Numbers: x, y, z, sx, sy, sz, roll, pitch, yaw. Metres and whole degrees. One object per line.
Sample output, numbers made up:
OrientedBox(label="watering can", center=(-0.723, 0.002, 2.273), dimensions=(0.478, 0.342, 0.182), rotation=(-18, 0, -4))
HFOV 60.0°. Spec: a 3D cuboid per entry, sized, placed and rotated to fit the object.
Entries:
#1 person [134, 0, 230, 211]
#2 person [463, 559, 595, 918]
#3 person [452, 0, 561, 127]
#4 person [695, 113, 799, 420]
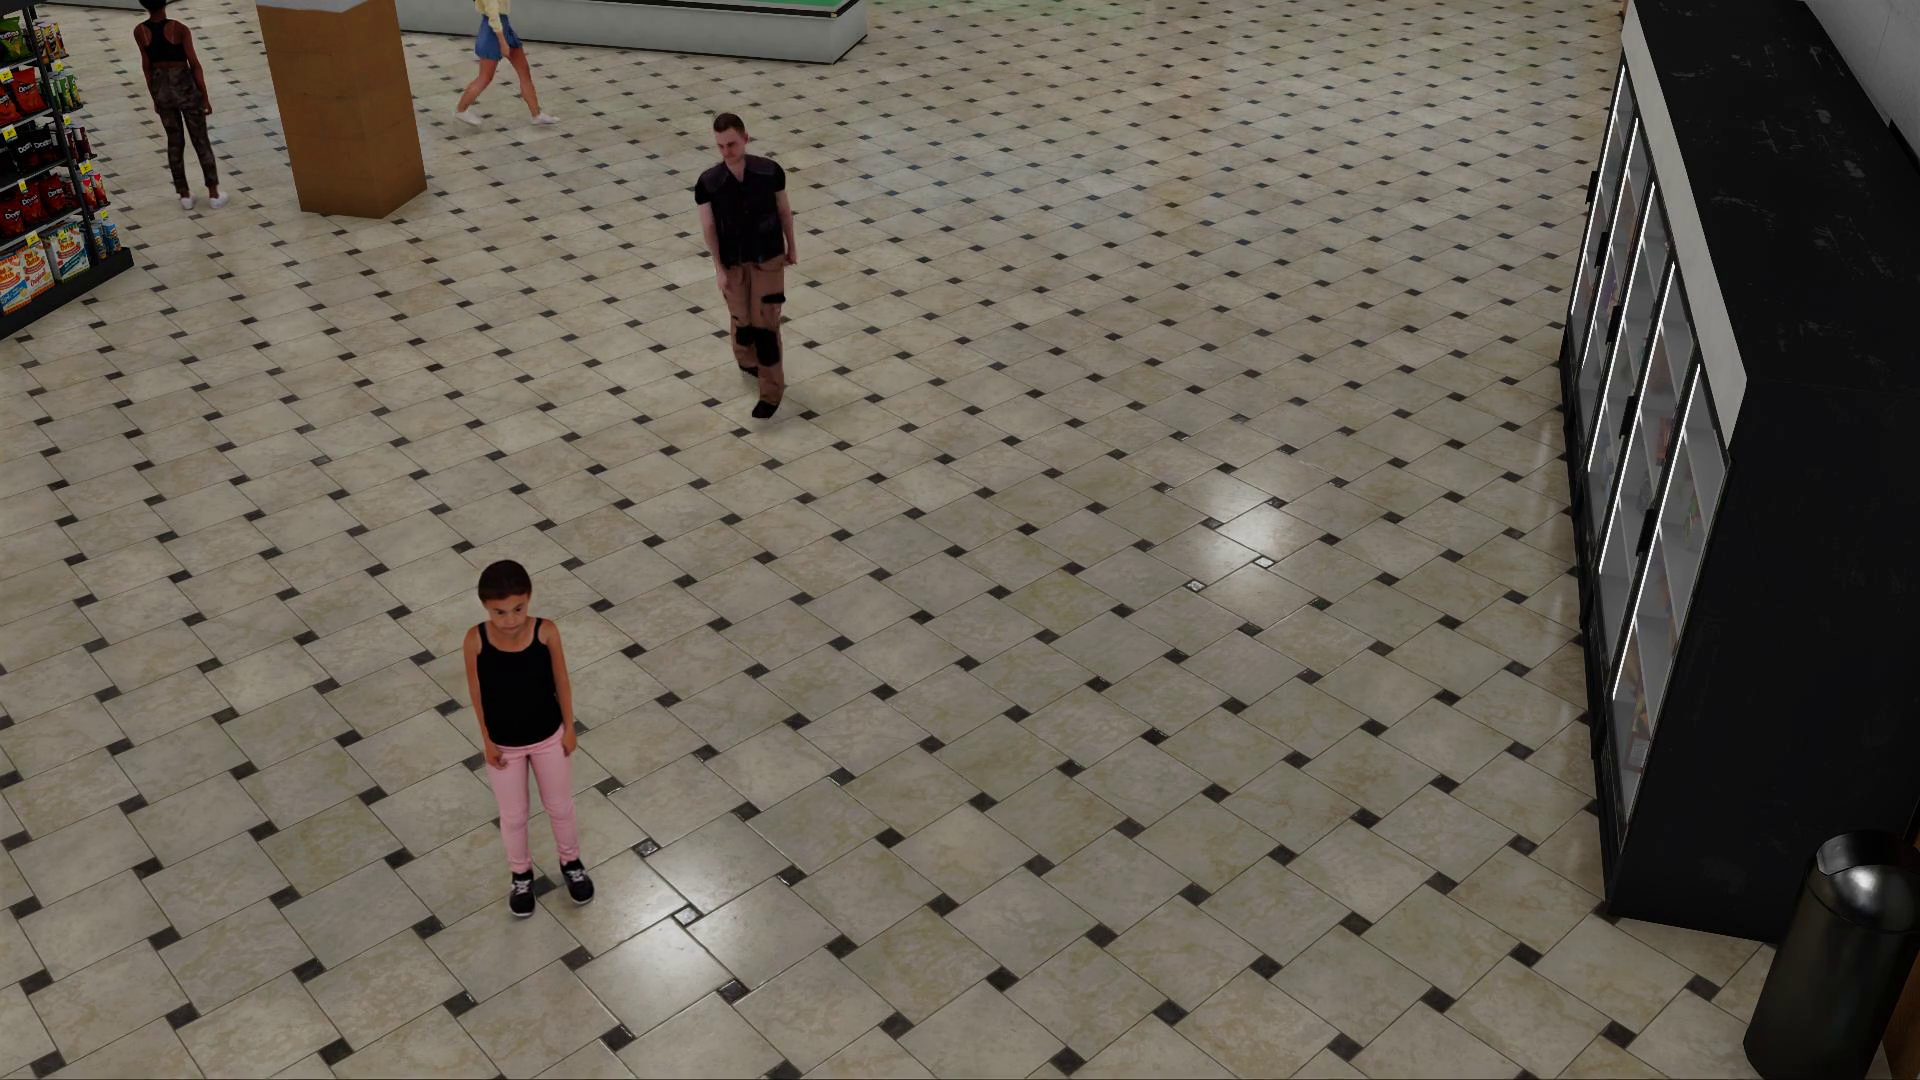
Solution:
OrientedBox(label="person", center=(-5.883, -3.332, 12.507), dimensions=(0.566, 1.699, 0.698), rotation=(-3, 32, -5))
OrientedBox(label="person", center=(-1.602, 0.722, 6.124), dimensions=(0.569, 1.558, 0.650), rotation=(-9, 33, -14))
OrientedBox(label="person", center=(-4.009, -4.246, 14.076), dimensions=(1.220, 1.592, 0.898), rotation=(-2, 32, -3))
OrientedBox(label="person", center=(-1.212, -1.653, 9.730), dimensions=(1.084, 1.781, 0.980), rotation=(-7, 33, -11))
